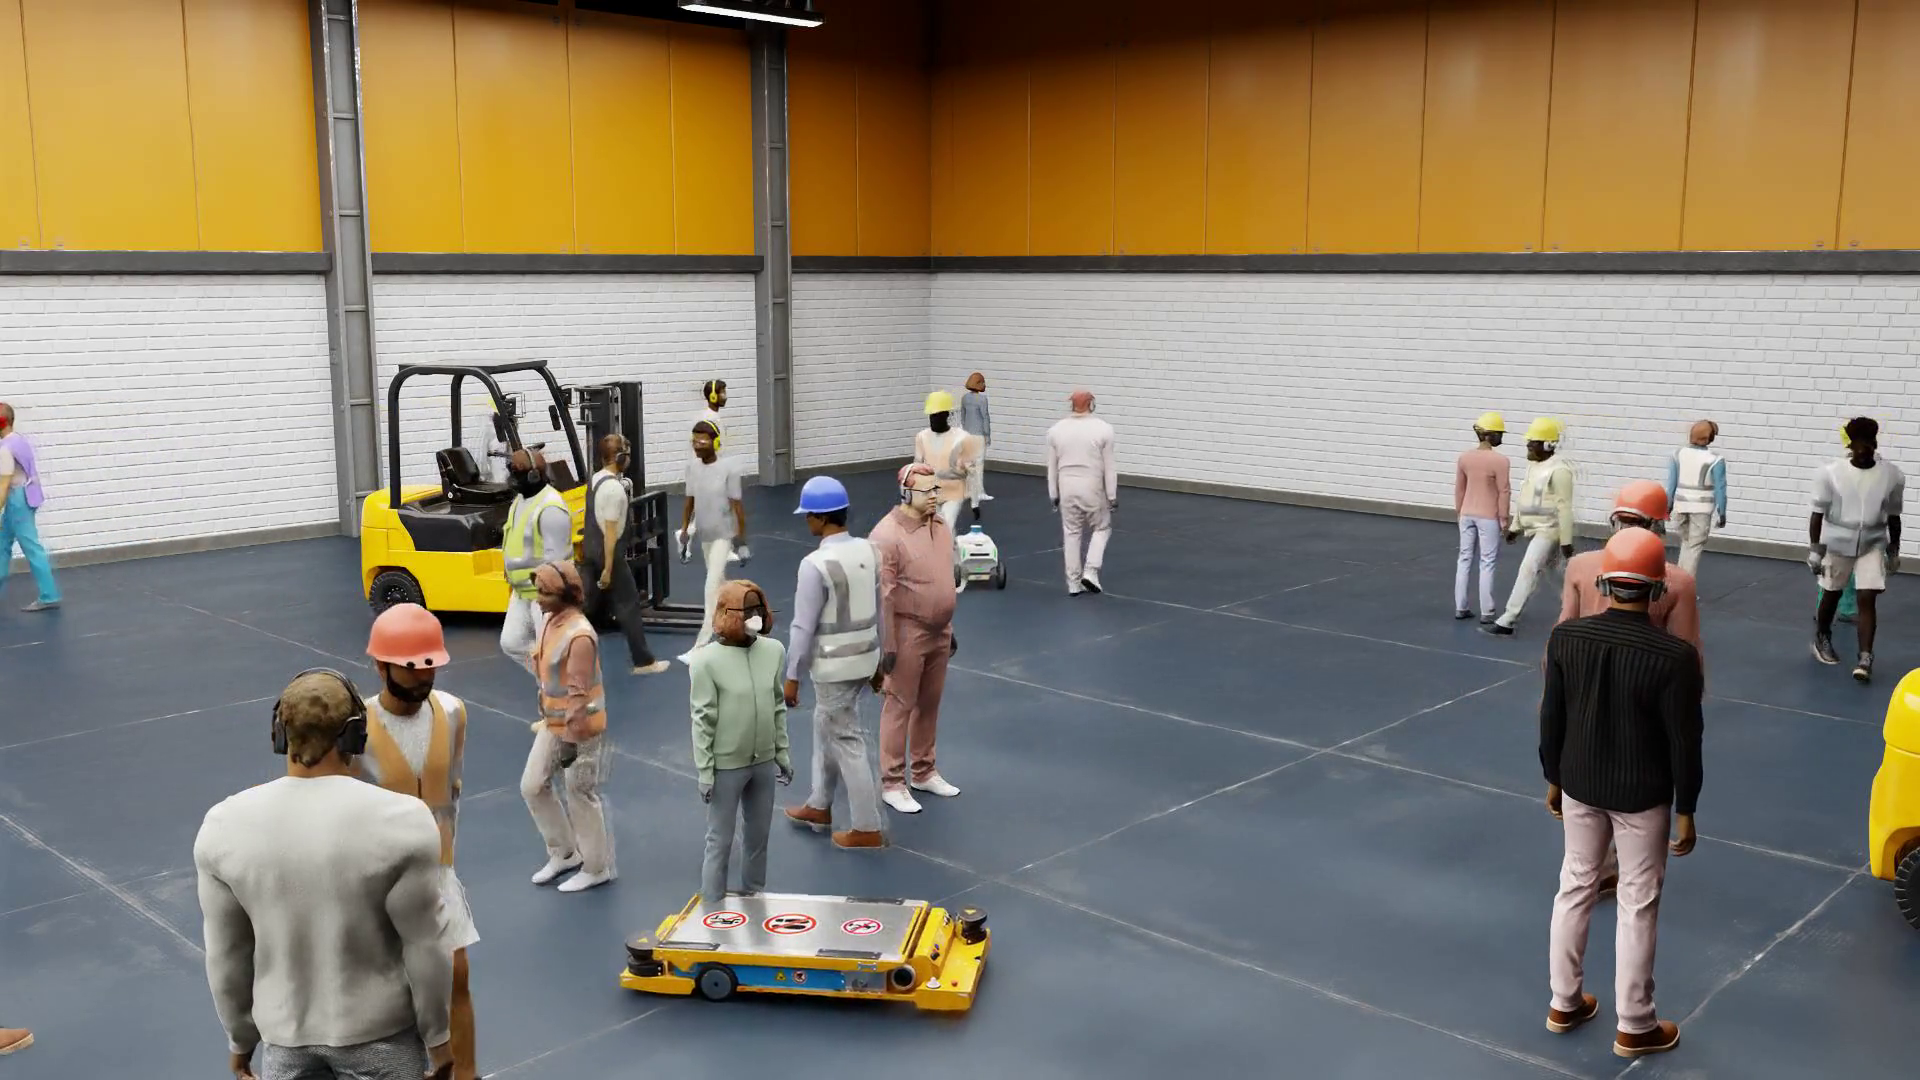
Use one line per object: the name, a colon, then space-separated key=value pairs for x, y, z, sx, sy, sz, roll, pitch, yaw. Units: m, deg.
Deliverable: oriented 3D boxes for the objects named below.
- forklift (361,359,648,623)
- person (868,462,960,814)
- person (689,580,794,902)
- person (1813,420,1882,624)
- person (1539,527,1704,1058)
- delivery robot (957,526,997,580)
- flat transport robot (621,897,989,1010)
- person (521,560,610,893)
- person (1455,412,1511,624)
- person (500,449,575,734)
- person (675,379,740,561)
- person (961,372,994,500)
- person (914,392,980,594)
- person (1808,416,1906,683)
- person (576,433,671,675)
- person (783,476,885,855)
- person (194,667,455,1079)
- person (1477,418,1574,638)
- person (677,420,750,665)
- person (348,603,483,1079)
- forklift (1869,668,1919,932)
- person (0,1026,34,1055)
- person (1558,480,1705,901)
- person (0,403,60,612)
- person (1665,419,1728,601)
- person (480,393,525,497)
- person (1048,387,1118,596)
forklift: x=-3.850 y=-0.407 z=13.936 sx=2.313 sy=2.155 sz=1.214 roll=2 pitch=9 yaw=11
person: x=-0.220 y=0.521 z=9.130 sx=0.407 sy=1.906 sz=0.655 roll=7 pitch=11 yaw=35
person: x=-0.934 y=0.974 z=7.176 sx=0.282 sy=1.636 sz=0.500 roll=9 pitch=13 yaw=43
person: x=7.372 y=-0.140 z=13.782 sx=0.601 sy=1.721 sz=0.347 roll=-5 pitch=10 yaw=-27
person: x=2.488 y=0.940 z=6.275 sx=0.369 sy=1.996 sz=0.622 roll=-8 pitch=12 yaw=-39
delivery robot: x=0.150 y=0.108 z=15.505 sx=0.477 sy=0.478 sz=0.707 roll=-1 pitch=9 yaw=-5
flat transport robot: x=-0.624 y=1.693 z=6.942 sx=1.431 sy=0.197 sz=0.652 roll=1 pitch=9 yaw=7
person: x=-1.852 y=0.882 z=7.758 sx=0.480 sy=1.614 sz=0.534 roll=-6 pitch=11 yaw=-32
person: x=4.367 y=-0.183 z=13.885 sx=0.329 sy=1.765 sz=0.526 roll=-6 pitch=11 yaw=-33
person: x=-2.670 y=0.327 z=10.543 sx=0.452 sy=1.825 sz=0.666 roll=-6 pitch=11 yaw=-35
person: x=-2.509 y=-0.686 z=16.688 sx=0.625 sy=1.855 sz=0.535 roll=-1 pitch=9 yaw=-9
person: x=0.209 y=-1.326 z=21.287 sx=0.285 sy=1.633 sz=0.500 roll=-8 pitch=12 yaw=-40
person: x=-0.144 y=-0.388 z=14.855 sx=0.618 sy=1.867 sz=1.003 roll=6 pitch=11 yaw=34
person: x=6.494 y=0.046 z=12.063 sx=0.655 sy=1.903 sz=1.031 roll=3 pitch=10 yaw=19
person: x=-2.580 y=0.143 z=11.853 sx=0.965 sy=1.802 sz=0.529 roll=-7 pitch=12 yaw=-36
person: x=-0.718 y=0.628 z=8.439 sx=0.832 sy=1.911 sz=0.614 roll=5 pitch=10 yaw=26
person: x=-1.626 y=1.287 z=4.351 sx=0.627 sy=1.934 sz=0.372 roll=0 pitch=9 yaw=-1
person: x=4.675 y=-0.092 z=13.301 sx=0.976 sy=1.780 sz=0.588 roll=0 pitch=9 yaw=0
person: x=-1.889 y=0.026 z=12.429 sx=0.506 sy=1.813 sz=0.934 roll=6 pitch=11 yaw=34
person: x=-1.985 y=1.102 z=5.707 sx=1.048 sy=1.879 sz=0.558 roll=8 pitch=12 yaw=40
forklift: x=5.205 y=0.723 z=7.013 sx=2.313 sy=2.155 sz=1.214 roll=9 pitch=13 yaw=43
person: x=-4.080 y=0.986 z=6.179 sx=1.010 sy=1.954 sz=0.626 roll=-1 pitch=9 yaw=-5
person: x=3.237 y=0.687 z=7.944 sx=0.944 sy=1.951 sz=0.662 roll=-9 pitch=13 yaw=-44
person: x=-8.198 y=-0.257 z=14.176 sx=0.879 sy=1.808 sz=0.601 roll=-4 pitch=10 yaw=-24
person: x=6.547 y=-0.256 z=14.735 sx=0.472 sy=1.621 sz=0.549 roll=-5 pitch=11 yaw=-30
person: x=-4.171 y=-0.440 z=15.274 sx=0.430 sy=1.815 sz=0.612 roll=-3 pitch=10 yaw=-16
person: x=1.122 y=-0.433 z=15.018 sx=0.683 sy=1.888 sz=0.430 roll=4 pitch=10 yaw=25
